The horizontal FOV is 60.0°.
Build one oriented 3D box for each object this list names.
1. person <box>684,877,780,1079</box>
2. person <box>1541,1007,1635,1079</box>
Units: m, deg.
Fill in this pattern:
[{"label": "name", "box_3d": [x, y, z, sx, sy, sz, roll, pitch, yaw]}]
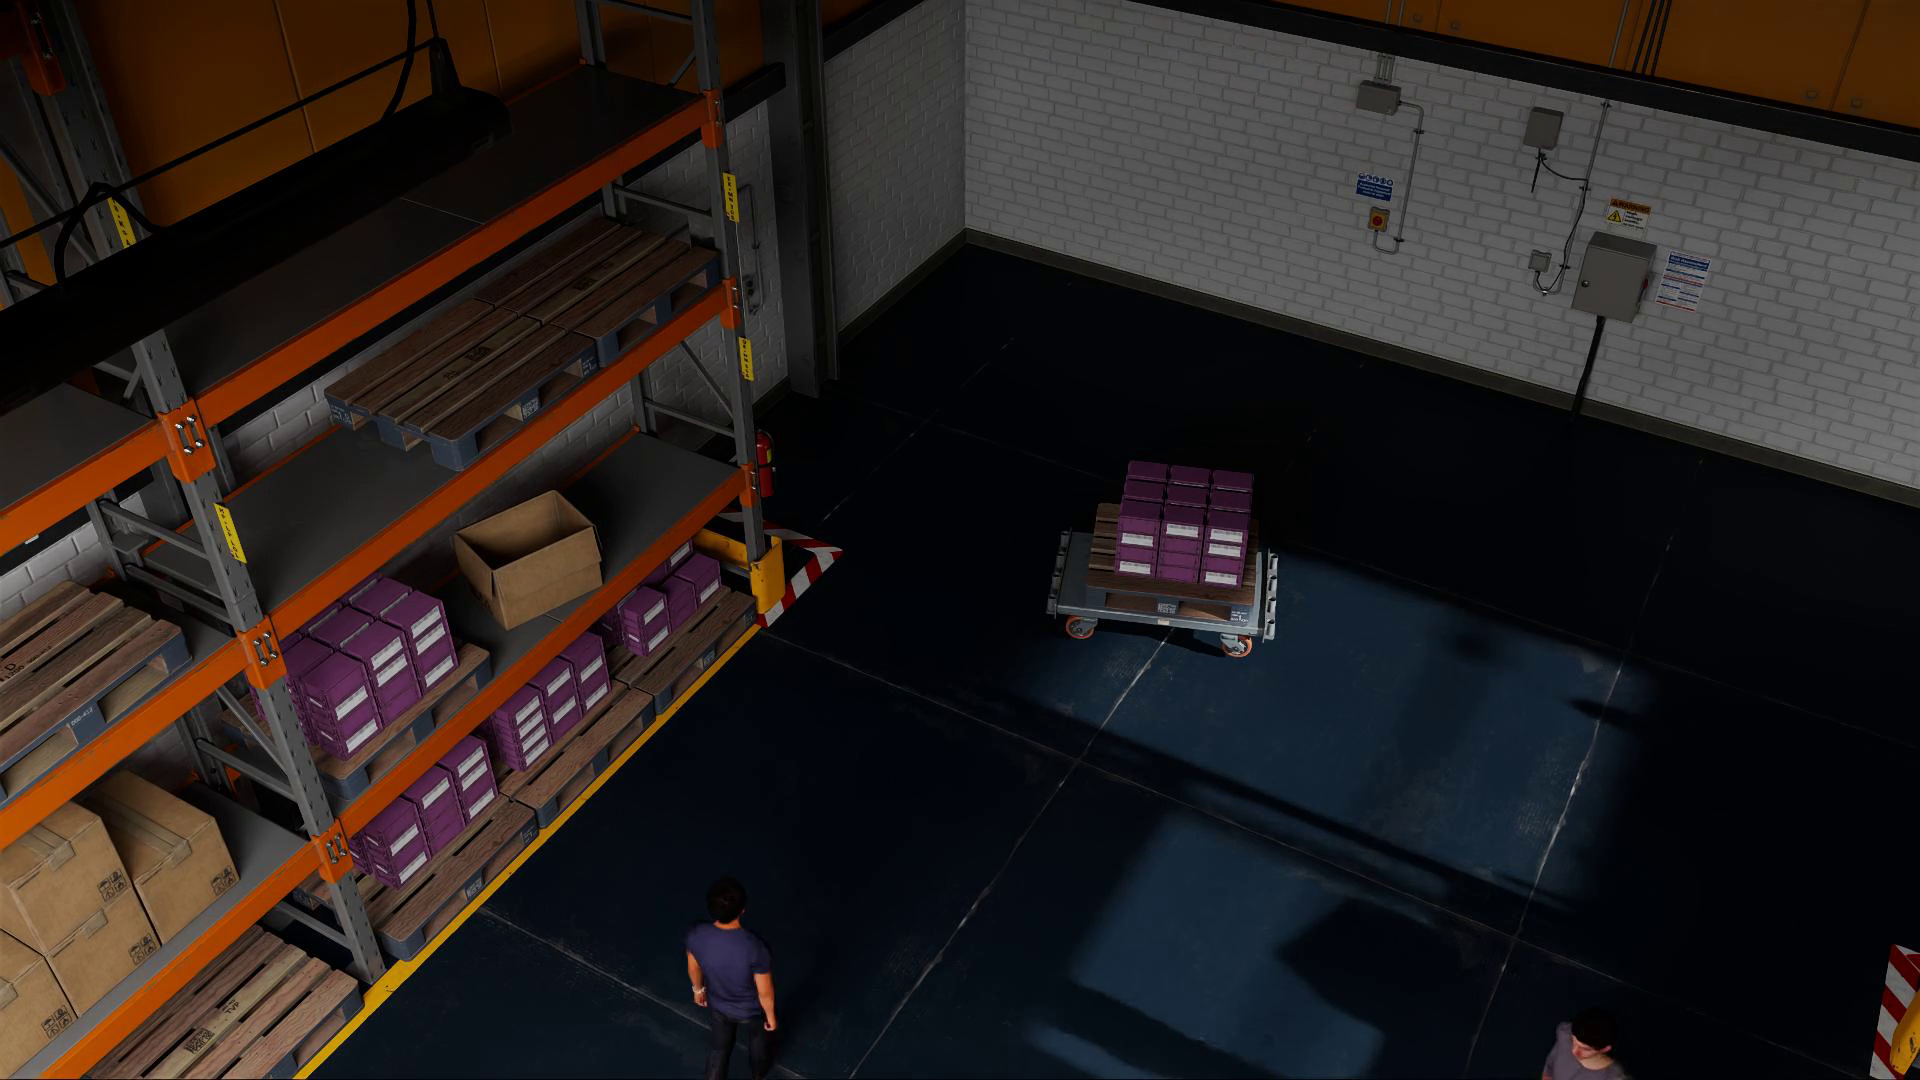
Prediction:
[{"label": "person", "box_3d": [-1.213, 2.487, 8.729, 0.841, 1.769, 1.141, 9, 40, 11]}, {"label": "person", "box_3d": [3.081, 2.871, 8.202, 1.060, 1.827, 0.981, -15, 41, -18]}]
